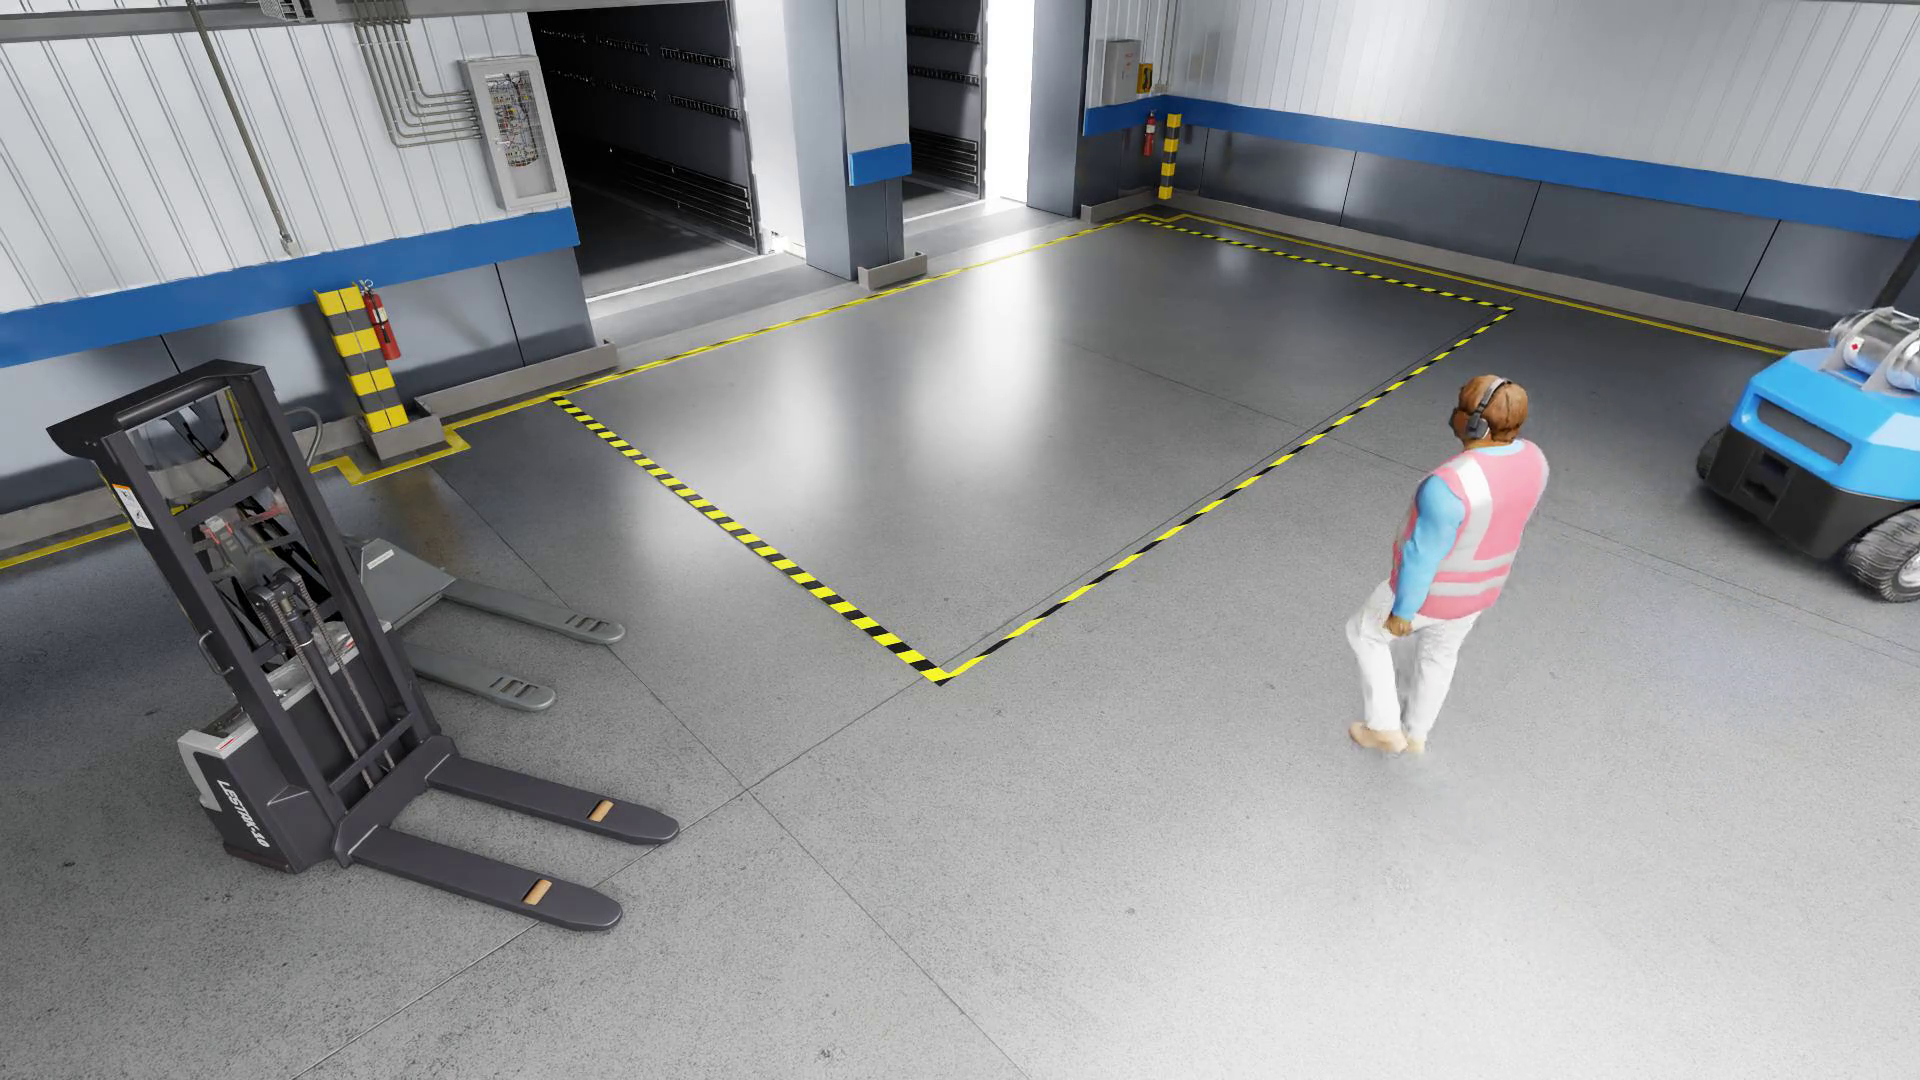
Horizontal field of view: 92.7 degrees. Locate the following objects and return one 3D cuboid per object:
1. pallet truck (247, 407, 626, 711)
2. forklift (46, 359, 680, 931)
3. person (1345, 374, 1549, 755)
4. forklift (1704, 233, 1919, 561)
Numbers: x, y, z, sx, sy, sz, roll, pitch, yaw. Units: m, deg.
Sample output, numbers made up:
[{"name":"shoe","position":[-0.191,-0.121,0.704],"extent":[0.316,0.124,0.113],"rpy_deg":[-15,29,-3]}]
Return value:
[{"name":"pallet truck","position":[-2.628,0.038,4.590],"extent":[1.601,1.201,0.680],"rpy_deg":[12,36,18]},{"name":"forklift","position":[-2.135,0.422,3.354],"extent":[1.885,1.965,0.823],"rpy_deg":[10,35,14]},{"name":"person","position":[2.002,0.185,3.850],"extent":[0.628,1.832,0.447],"rpy_deg":[-14,37,-20]},{"name":"forklift","position":[6.118,-1.019,5.157],"extent":[2.680,2.036,1.157],"rpy_deg":[-3,34,-5]}]
